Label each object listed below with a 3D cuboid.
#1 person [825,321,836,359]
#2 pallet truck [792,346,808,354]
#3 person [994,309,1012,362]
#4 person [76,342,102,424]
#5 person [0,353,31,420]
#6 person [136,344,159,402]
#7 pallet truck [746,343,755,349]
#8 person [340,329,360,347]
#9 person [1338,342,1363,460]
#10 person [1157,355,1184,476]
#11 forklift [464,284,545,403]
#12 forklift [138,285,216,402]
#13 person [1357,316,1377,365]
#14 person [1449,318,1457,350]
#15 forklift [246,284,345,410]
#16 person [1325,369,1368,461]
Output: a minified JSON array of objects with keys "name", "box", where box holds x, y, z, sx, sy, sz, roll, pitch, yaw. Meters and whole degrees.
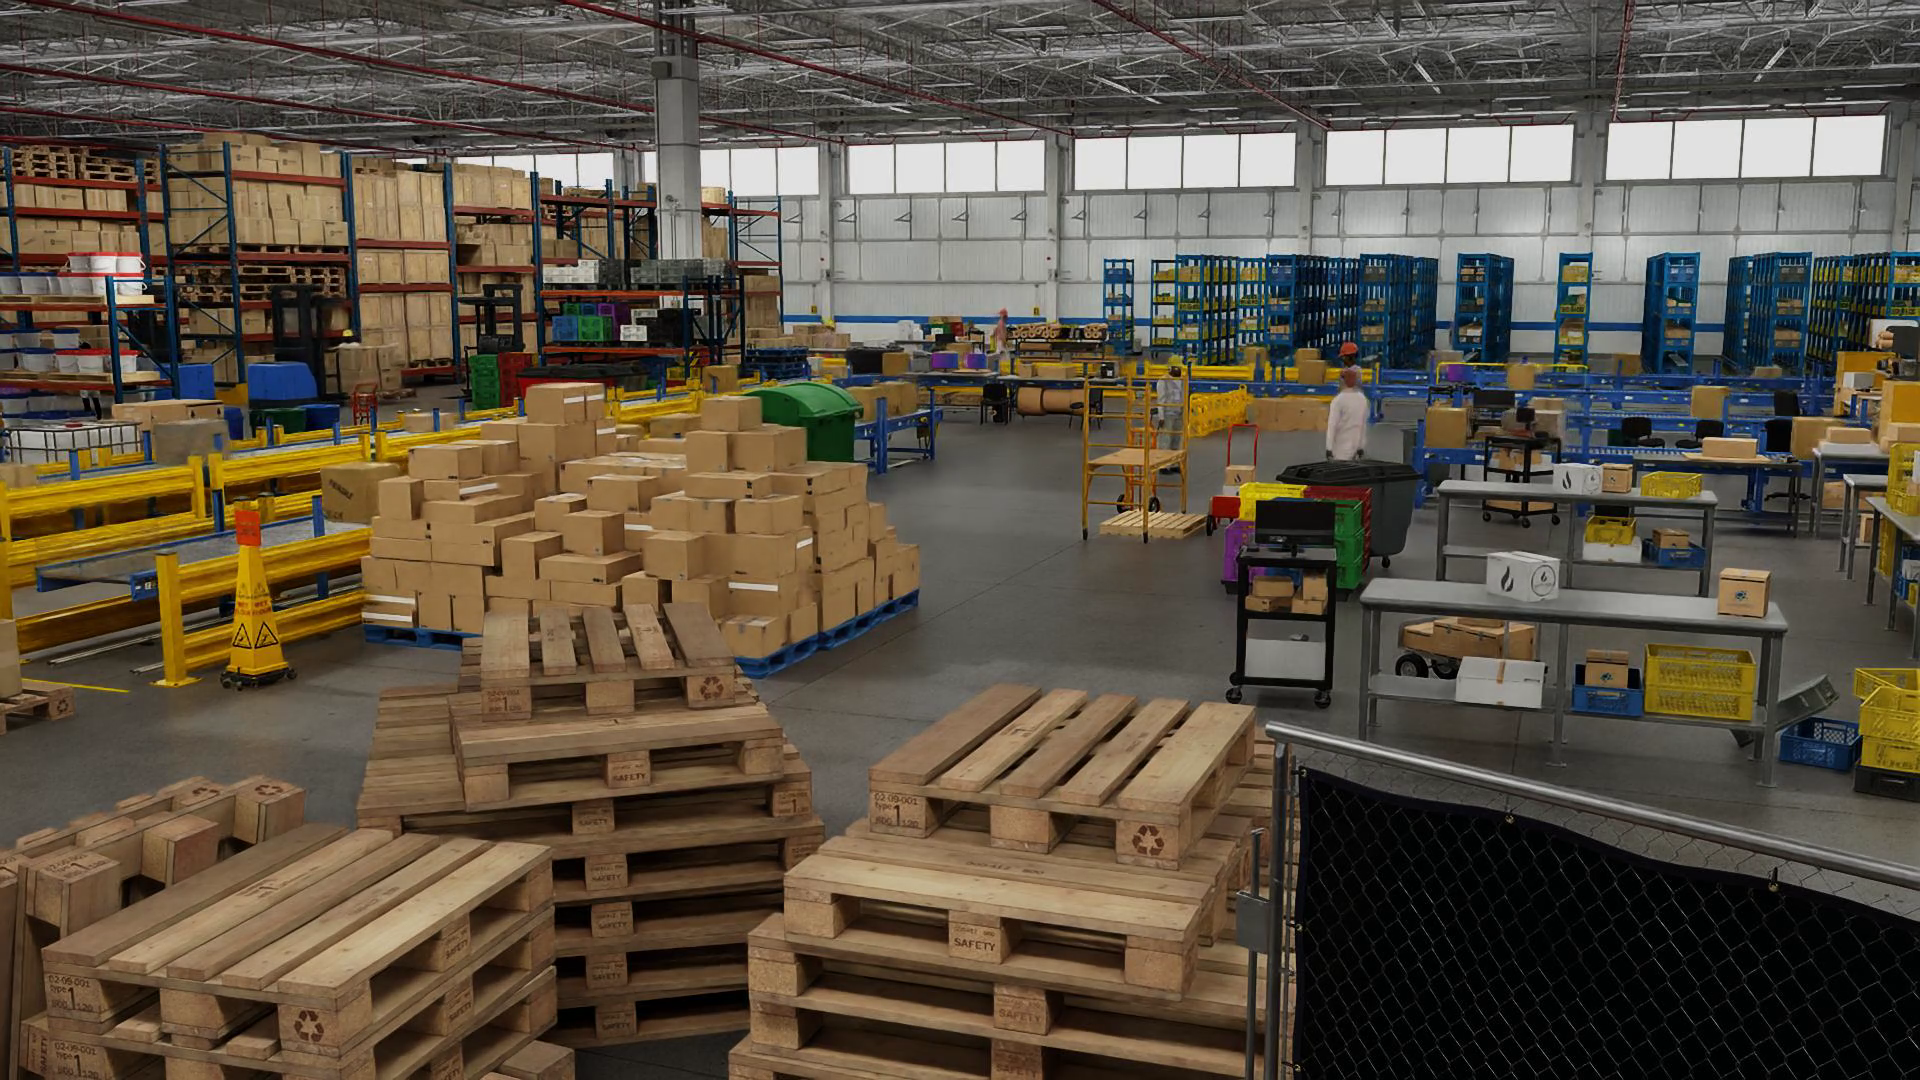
[{"name":"person","box":[-3.738,-5.376,47.402,0.598,1.748,0.529,4,10,26]},{"name":"pallet truck","box":[-3.705,-4.298,42.022,0.653,1.274,1.630,3,10,20]},{"name":"person","box":[1.445,-6.334,52.762,0.994,1.943,0.660,2,9,11]},{"name":"person","box":[-17.477,-3.111,33.325,0.317,1.695,0.540,4,10,22]},{"name":"person","box":[-14.906,-2.076,26.146,0.558,1.907,0.735,4,10,22]},{"name":"person","box":[-16.648,-3.195,34.052,0.276,1.632,0.507,4,10,24]},{"name":"pallet truck","box":[-6.183,-4.618,44.264,1.601,1.201,0.680,-9,12,-43]},{"name":"person","box":[-14.736,-4.251,40.351,0.534,1.749,0.669,2,9,11]},{"name":"person","box":[5.845,-1.954,24.991,0.385,2.040,0.605,3,9,16]},{"name":"person","box":[3.244,-1.899,25.294,0.600,1.830,0.403,-8,12,-42]},{"name":"forklift","box":[-10.832,-4.702,39.610,1.129,2.768,1.873,3,10,20]},{"name":"forklift","box":[-17.480,-4.200,36.461,1.873,2.768,1.129,3,10,19]},{"name":"person","box":[12.917,-6.216,52.482,0.699,1.813,0.599,3,10,20]},{"name":"person","box":[16.527,-6.649,55.178,0.607,1.816,0.677,1,9,5]},{"name":"forklift","box":[-14.883,-4.296,37.065,1.129,2.768,1.873,3,10,20]},{"name":"person","box":[4.850,-1.203,20.795,0.649,1.873,0.897,-9,12,-43]}]
